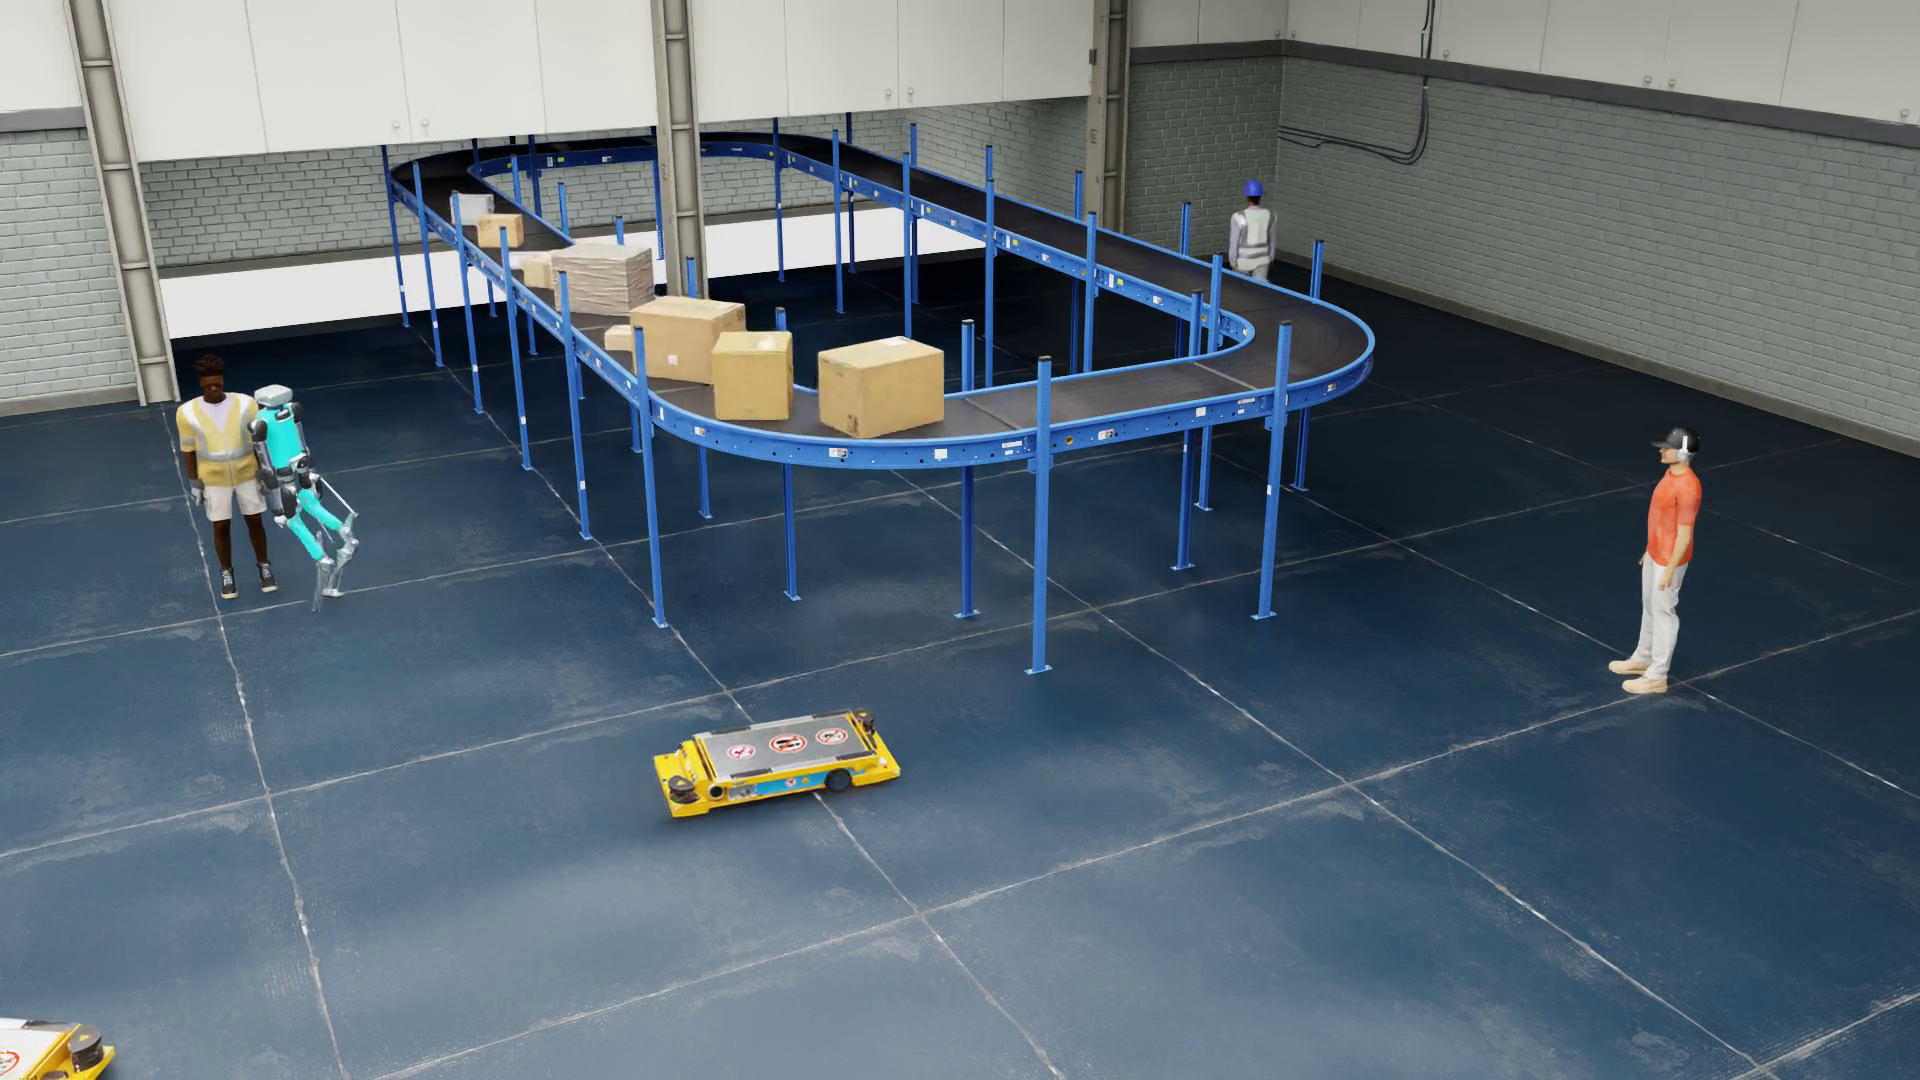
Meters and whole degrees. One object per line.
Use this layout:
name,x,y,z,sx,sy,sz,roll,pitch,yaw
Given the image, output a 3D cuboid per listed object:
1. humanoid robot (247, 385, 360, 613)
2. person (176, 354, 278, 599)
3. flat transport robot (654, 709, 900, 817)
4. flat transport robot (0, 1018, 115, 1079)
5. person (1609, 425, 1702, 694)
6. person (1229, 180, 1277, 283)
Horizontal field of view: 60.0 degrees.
humanoid robot,-4.894,-0.262,12.644,0.724,1.844,0.538,5,23,13
person,-5.657,-0.495,12.859,0.597,1.958,0.381,-11,25,-26
flat transport robot,-1.154,1.389,10.441,1.431,0.231,0.659,-8,23,-18
flat transport robot,-4.783,2.498,7.702,1.431,0.231,0.659,2,22,5
person,4.784,0.130,11.368,0.390,1.912,0.477,2,22,5
person,3.517,-3.375,20.053,0.625,1.895,1.025,-4,22,-9
